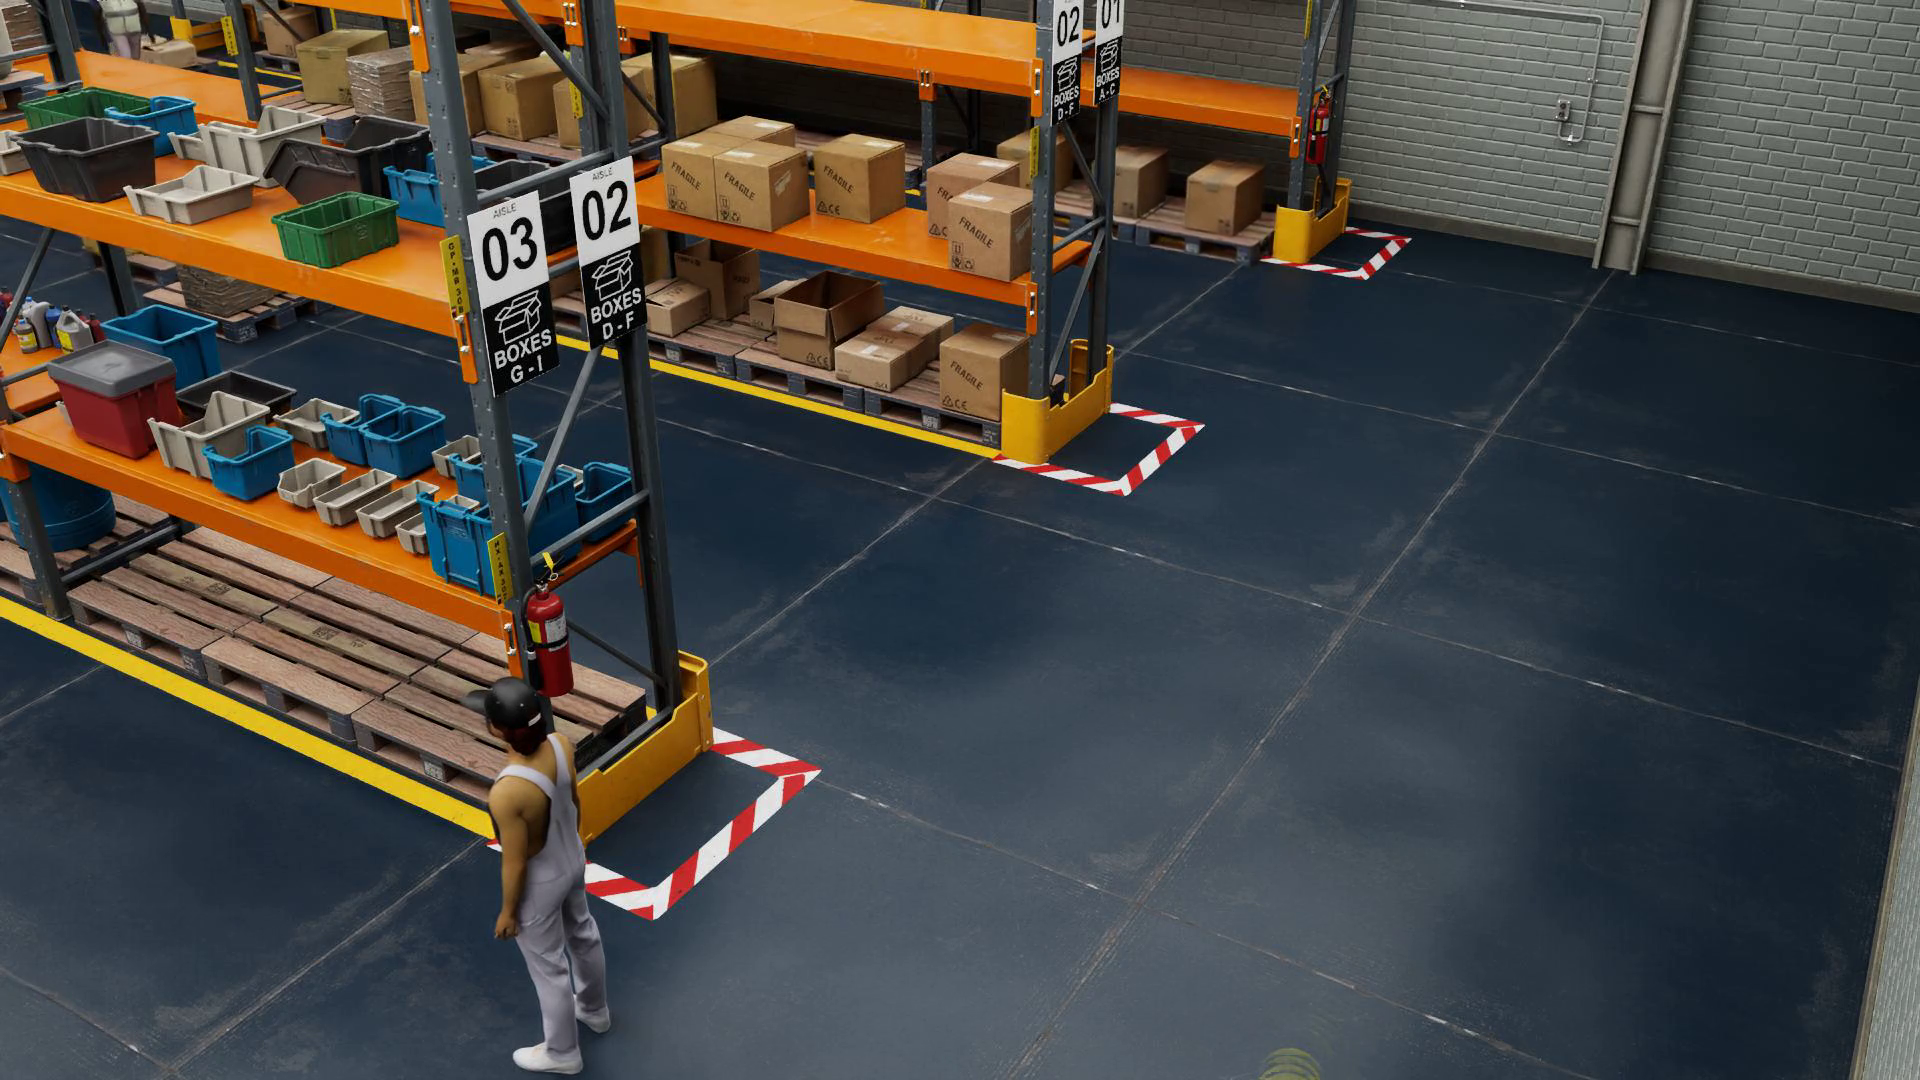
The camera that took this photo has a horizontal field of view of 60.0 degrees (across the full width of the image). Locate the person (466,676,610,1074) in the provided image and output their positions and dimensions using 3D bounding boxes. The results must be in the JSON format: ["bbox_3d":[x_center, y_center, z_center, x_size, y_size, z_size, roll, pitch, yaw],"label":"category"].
[{"bbox_3d":[-1.680,1.326,6.618,0.372,1.863,0.507,10,31,18],"label":"person"}]

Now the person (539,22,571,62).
[{"bbox_3d":[-4.114,-4.495,17.229,0.534,1.698,0.318,13,32,21],"label":"person"}]

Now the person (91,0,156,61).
[{"bbox_3d":[-9.974,-6.055,19.930,0.997,1.791,0.563,26,38,38],"label":"person"}]
